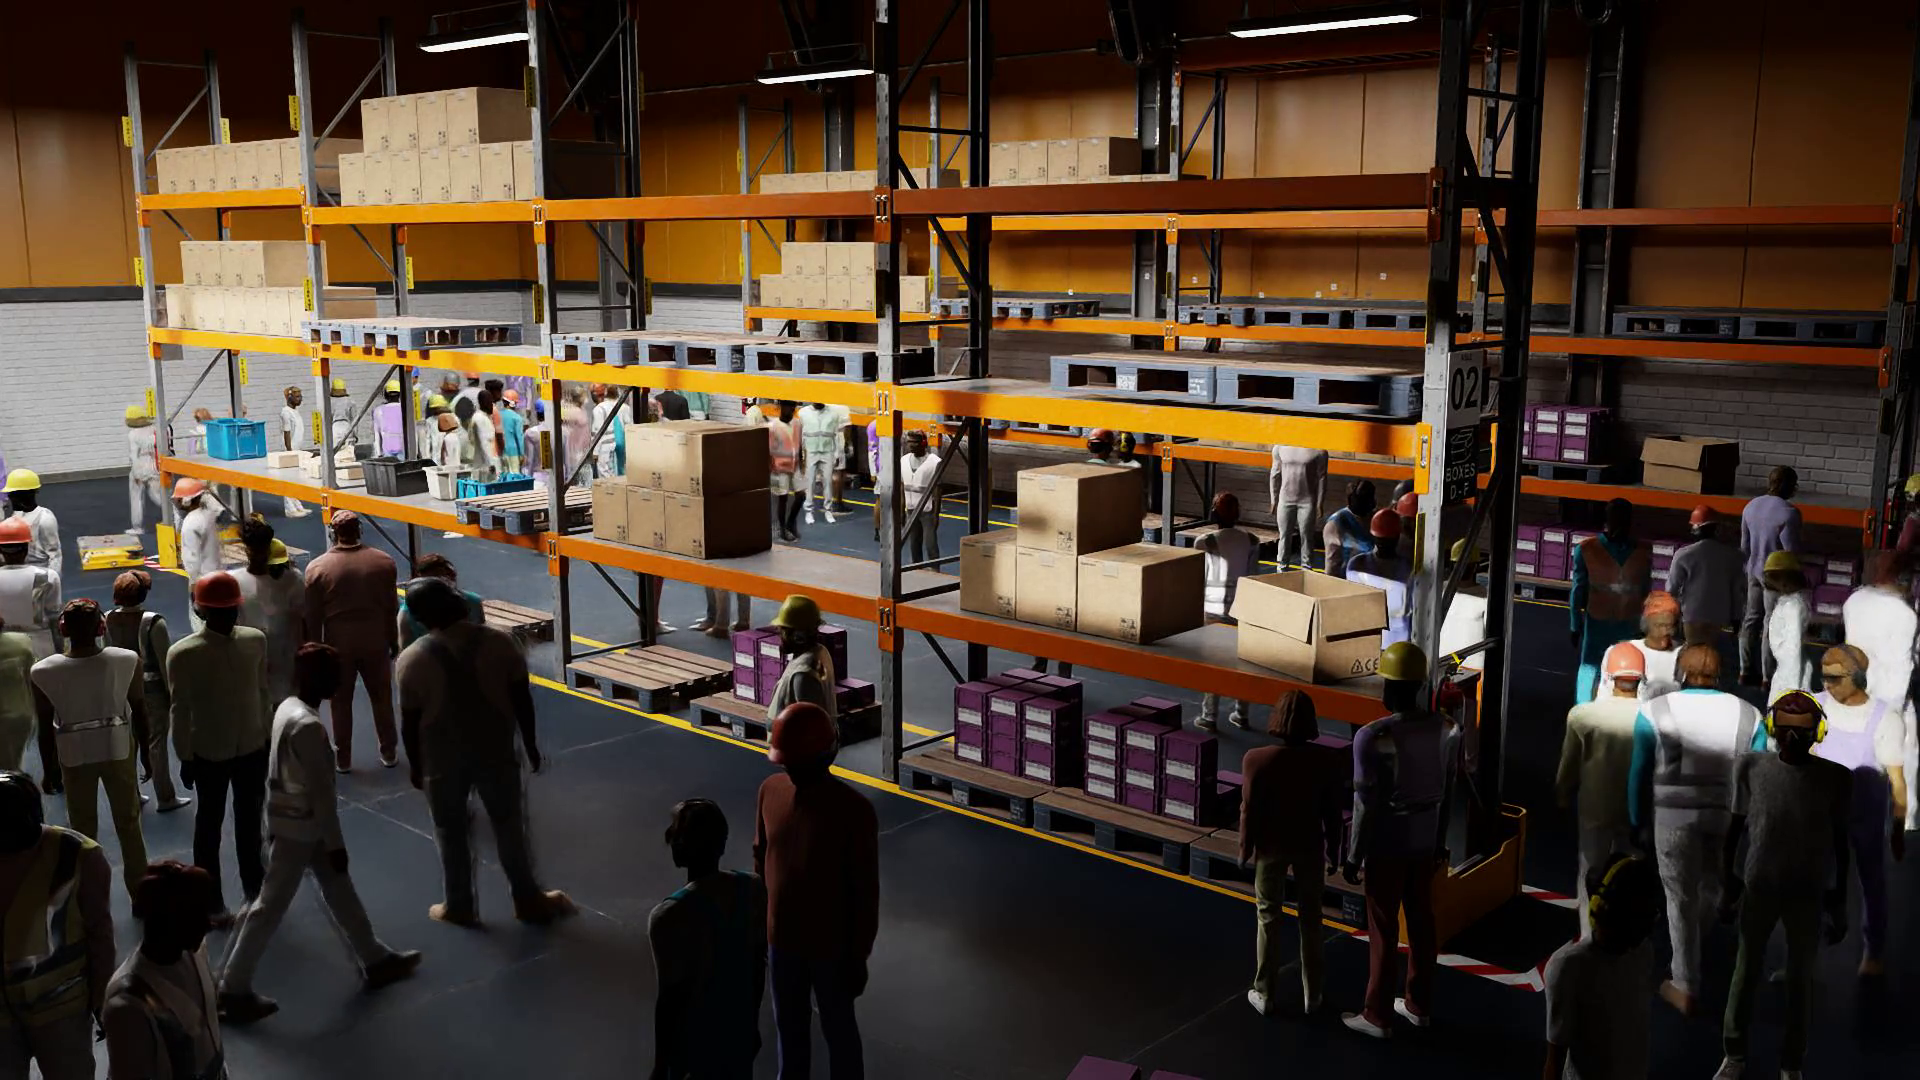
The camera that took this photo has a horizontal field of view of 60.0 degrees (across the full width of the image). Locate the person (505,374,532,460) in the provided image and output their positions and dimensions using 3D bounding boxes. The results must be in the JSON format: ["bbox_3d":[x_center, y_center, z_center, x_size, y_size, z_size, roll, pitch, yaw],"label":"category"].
[{"bbox_3d":[-7.695,-2.330,28.925,0.609,2.029,0.408,6,12,31],"label":"person"}]

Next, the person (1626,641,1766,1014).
[{"bbox_3d":[3.720,1.405,8.506,0.638,1.779,0.989,1,10,7],"label":"person"}]

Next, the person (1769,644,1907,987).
[{"bbox_3d":[4.472,1.409,8.444,0.918,1.784,0.610,-8,13,-39],"label":"person"}]

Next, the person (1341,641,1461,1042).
[{"bbox_3d":[2.084,1.429,7.931,0.590,1.927,0.367,-5,11,-25],"label":"person"}]

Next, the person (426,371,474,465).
[{"bbox_3d":[-7.361,-1.481,24.065,0.689,2.000,1.058,-2,10,-9],"label":"person"}]

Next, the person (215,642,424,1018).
[{"bbox_3d":[-3.265,1.421,8.279,1.017,1.831,0.624,-5,11,-26],"label":"person"}]

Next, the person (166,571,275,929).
[{"bbox_3d":[-4.100,1.149,9.321,0.382,1.993,0.622,6,12,31],"label":"person"}]

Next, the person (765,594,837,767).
[{"bbox_3d":[-0.897,1.210,9.441,0.403,1.833,0.591,0,10,-2],"label":"person"}]

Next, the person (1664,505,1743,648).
[{"bbox_3d":[5.943,0.564,13.422,0.574,1.705,0.868,-1,10,-5],"label":"person"}]

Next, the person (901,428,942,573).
[{"bbox_3d":[-0.408,-0.301,17.990,0.560,1.837,0.387,7,12,36],"label":"person"}]

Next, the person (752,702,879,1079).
[{"bbox_3d":[-0.610,1.610,6.740,0.608,1.987,0.388,6,12,32],"label":"person"}]

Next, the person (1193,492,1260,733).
[{"bbox_3d":[2.067,0.563,12.989,0.580,1.878,0.363,-3,11,-18],"label":"person"}]

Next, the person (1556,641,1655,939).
[{"bbox_3d":[3.416,1.399,8.683,0.571,1.727,0.770,3,11,19],"label":"person"}]

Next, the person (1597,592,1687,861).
[{"bbox_3d":[3.888,1.209,9.354,0.569,1.861,0.585,0,10,-2],"label":"person"}]

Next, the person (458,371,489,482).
[{"bbox_3d":[-7.671,-1.785,26.241,0.557,1.887,1.062,1,10,6],"label":"person"}]

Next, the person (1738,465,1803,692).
[{"bbox_3d":[6.909,0.325,14.161,0.372,1.934,0.627,-3,10,-15],"label":"person"}]

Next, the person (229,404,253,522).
[{"bbox_3d":[-9.840,-1.044,22.734,0.522,1.636,0.310,5,11,28],"label":"person"}]

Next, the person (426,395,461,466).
[{"bbox_3d":[-7.215,-1.165,23.229,0.489,1.721,0.419,-1,10,-8],"label":"person"}]

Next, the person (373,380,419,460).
[{"bbox_3d":[-7.856,-1.268,23.213,0.586,1.918,0.396,-1,10,-3],"label":"person"}]

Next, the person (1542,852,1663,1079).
[{"bbox_3d":[2.076,1.911,5.393,0.507,1.865,0.329,-7,12,-35],"label":"person"}]

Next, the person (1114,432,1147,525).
[{"bbox_3d":[1.723,-0.215,17.473,0.468,1.845,0.577,-1,10,-8],"label":"person"}]

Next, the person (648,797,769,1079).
[{"bbox_3d":[-0.913,1.812,5.997,0.345,1.847,0.508,8,13,40],"label":"person"}]

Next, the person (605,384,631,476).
[{"bbox_3d":[-5.054,-1.394,24.341,0.519,1.776,1.050,-2,10,-10],"label":"person"}]

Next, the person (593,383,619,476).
[{"bbox_3d":[-5.493,-1.718,25.882,0.399,1.875,0.596,3,11,18],"label":"person"}]

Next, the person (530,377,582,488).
[{"bbox_3d":[-6.211,-1.592,25.224,0.971,1.895,0.592,3,10,14],"label":"person"}]

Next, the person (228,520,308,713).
[{"bbox_3d":[-4.855,0.791,11.587,0.623,1.918,1.013,-5,11,-28],"label":"person"}]

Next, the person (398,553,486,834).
[{"bbox_3d":[-3.284,0.978,10.808,0.644,1.821,0.513,-10,14,-44],"label":"person"}]

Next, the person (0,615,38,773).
[{"bbox_3d":[-6.068,1.144,10.456,0.794,1.588,0.521,5,11,25],"label":"person"}]

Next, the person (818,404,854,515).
[{"bbox_3d":[-1.832,-1.322,23.501,0.684,1.923,0.437,3,11,18],"label":"person"}]

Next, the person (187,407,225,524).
[{"bbox_3d":[-10.112,-0.972,22.384,0.526,1.624,0.516,5,11,27],"label":"person"}]

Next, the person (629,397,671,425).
[{"bbox_3d":[-3.954,-0.916,21.359,0.662,1.874,0.666,-4,11,-22],"label":"person"}]

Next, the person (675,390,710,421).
[{"bbox_3d":[-4.544,-2.181,28.313,0.632,1.940,0.372,4,11,20],"label":"person"}]

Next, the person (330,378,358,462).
[{"bbox_3d":[-9.567,-1.626,25.727,0.494,1.743,0.302,-4,11,-23],"label":"person"}]
